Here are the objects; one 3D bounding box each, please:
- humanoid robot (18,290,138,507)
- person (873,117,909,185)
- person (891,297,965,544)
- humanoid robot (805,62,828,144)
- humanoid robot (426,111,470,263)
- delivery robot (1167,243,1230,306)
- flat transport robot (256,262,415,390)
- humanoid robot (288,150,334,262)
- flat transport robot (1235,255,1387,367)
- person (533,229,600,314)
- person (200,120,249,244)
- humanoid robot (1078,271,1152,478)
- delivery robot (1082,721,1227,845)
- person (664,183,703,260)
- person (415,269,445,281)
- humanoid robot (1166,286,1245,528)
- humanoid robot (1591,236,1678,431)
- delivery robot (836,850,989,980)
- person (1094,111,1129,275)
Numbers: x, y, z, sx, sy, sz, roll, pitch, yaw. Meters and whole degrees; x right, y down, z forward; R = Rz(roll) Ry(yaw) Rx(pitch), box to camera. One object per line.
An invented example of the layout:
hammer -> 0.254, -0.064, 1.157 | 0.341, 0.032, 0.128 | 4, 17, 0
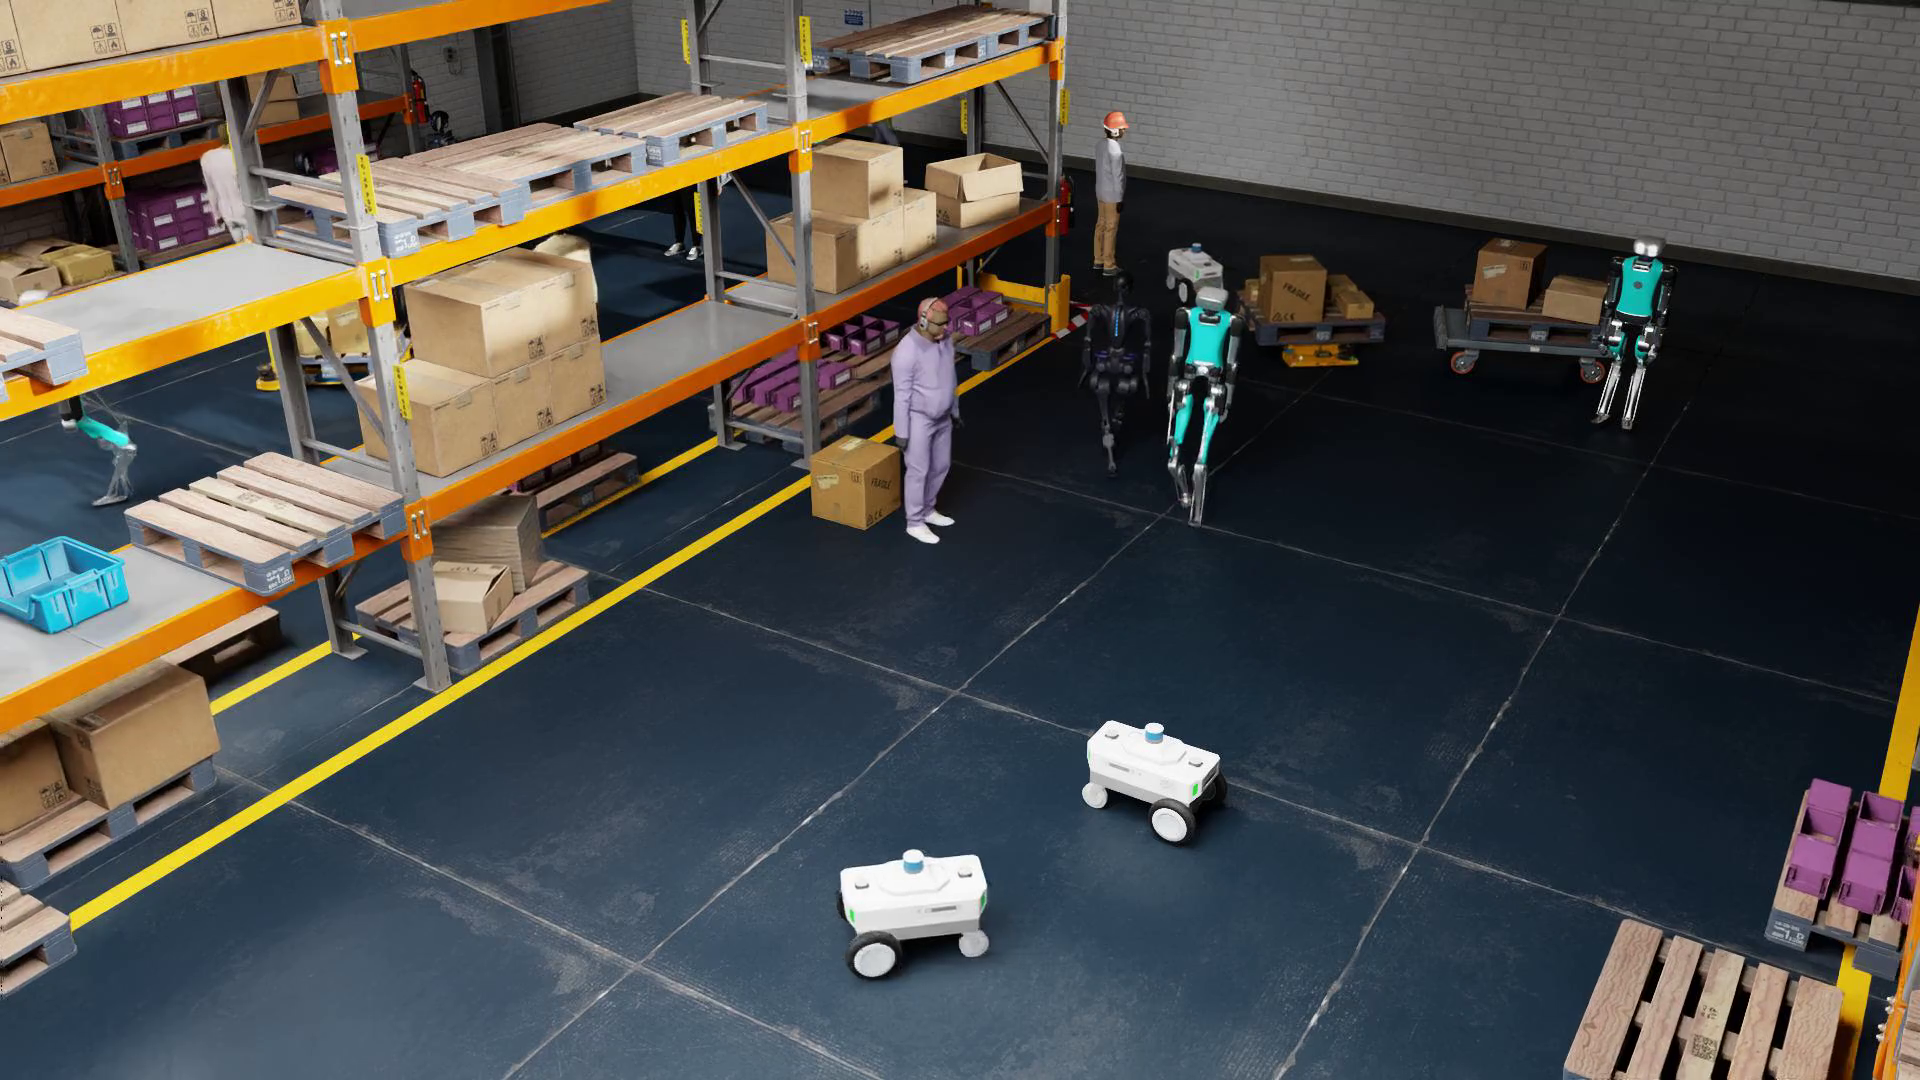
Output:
humanoid robot -> -6.603, -1.010, 12.694 | 0.737, 1.897, 0.545 | -12, 29, -23
person -> -0.920, -5.324, 21.220 | 0.565, 1.592, 0.506 | -4, 27, -7
person -> -0.226, -0.876, 12.151 | 0.400, 1.887, 0.657 | 18, 32, 31
humanoid robot -> -1.859, -5.014, 20.542 | 0.557, 1.859, 0.758 | -6, 27, -11
humanoid robot -> -5.603, -3.886, 18.287 | 0.599, 1.654, 0.315 | 16, 31, 28
delivery robot -> 2.460, -2.806, 17.401 | 0.499, 0.585, 0.772 | -9, 28, -17
flat transport robot -> -5.684, -1.610, 15.371 | 1.431, 0.231, 0.659 | -3, 27, -5
humanoid robot -> -6.442, -3.144, 16.847 | 0.598, 1.642, 0.336 | 4, 27, 7
flat transport robot -> 3.343, -2.009, 16.156 | 0.659, 0.231, 1.431 | -2, 27, -4
person -> -3.474, -2.130, 14.803 | 0.588, 1.708, 0.795 | -24, 35, -38
person -> -7.274, -3.276, 16.826 | 0.641, 1.919, 0.511 | 7, 28, 13
humanoid robot -> 1.239, -1.346, 13.348 | 0.592, 1.625, 0.704 | 5, 27, 10
delivery robot -> 1.076, 1.290, 9.309 | 0.739, 0.566, 0.499 | 16, 31, 28
person -> -3.082, -4.005, 18.442 | 0.762, 1.759, 0.433 | 16, 31, 29
person -> -4.062, -1.335, 13.083 | 0.320, 1.846, 0.522 | 3, 27, 6
humanoid robot -> 1.794, -0.921, 12.509 | 0.561, 1.897, 0.761 | 6, 27, 11
humanoid robot -> 5.653, -1.763, 13.908 | 0.533, 1.671, 0.735 | 16, 31, 28
delivery robot -> -0.228, 1.809, 8.297 | 0.751, 0.576, 0.499 | -5, 27, -9
person -> 1.636, -3.735, 17.915 | 0.323, 1.751, 0.559 | -8, 28, -16
